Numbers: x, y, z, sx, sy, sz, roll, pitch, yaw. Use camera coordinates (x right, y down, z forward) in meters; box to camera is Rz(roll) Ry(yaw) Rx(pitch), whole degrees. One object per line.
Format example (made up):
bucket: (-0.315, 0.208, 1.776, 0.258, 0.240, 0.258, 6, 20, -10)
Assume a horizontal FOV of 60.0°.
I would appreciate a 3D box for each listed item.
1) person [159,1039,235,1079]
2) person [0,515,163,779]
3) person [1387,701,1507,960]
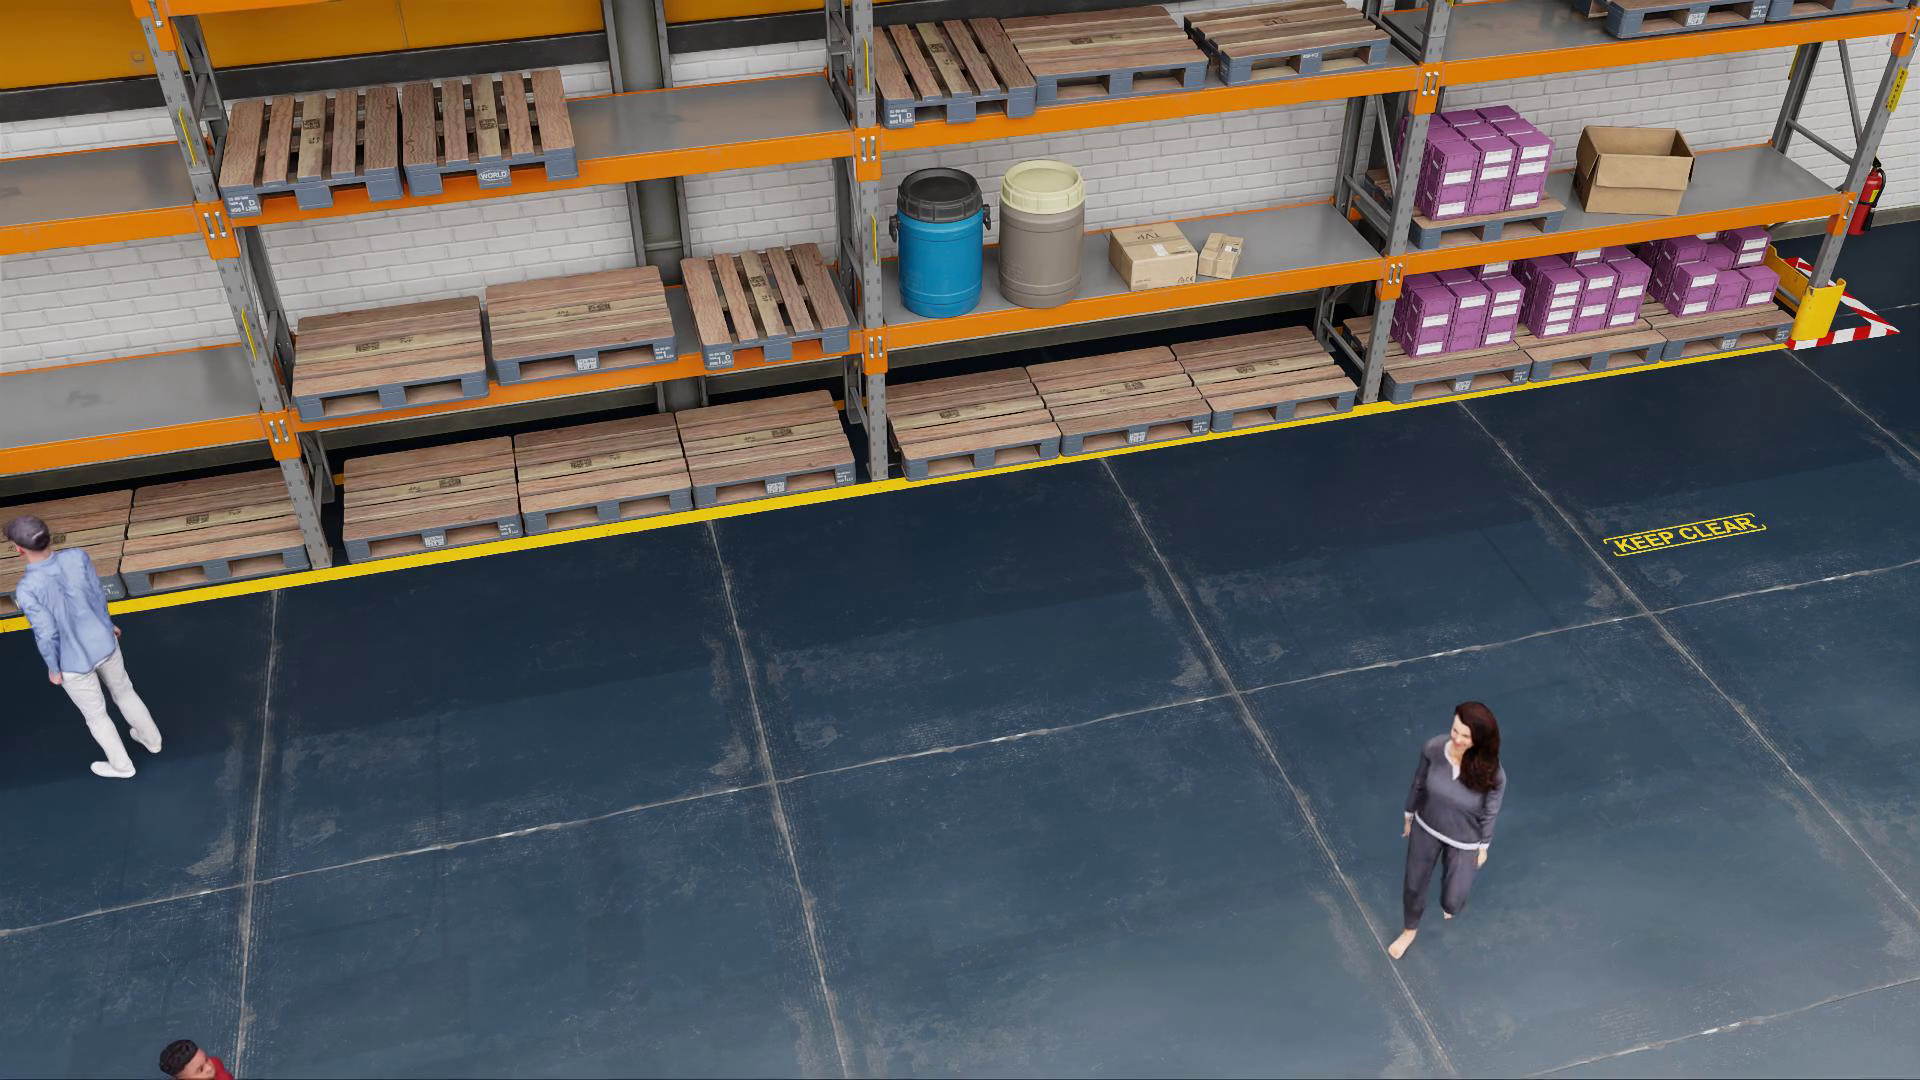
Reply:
person: (-3.404, 2.689, 7.518, 0.881, 1.238, 0.717, 7, 39, 8)
person: (-5.066, 0.618, 9.591, 0.767, 1.887, 0.737, 15, 41, 18)
person: (2.561, 1.469, 8.631, 0.859, 1.755, 0.927, 23, 44, 26)
